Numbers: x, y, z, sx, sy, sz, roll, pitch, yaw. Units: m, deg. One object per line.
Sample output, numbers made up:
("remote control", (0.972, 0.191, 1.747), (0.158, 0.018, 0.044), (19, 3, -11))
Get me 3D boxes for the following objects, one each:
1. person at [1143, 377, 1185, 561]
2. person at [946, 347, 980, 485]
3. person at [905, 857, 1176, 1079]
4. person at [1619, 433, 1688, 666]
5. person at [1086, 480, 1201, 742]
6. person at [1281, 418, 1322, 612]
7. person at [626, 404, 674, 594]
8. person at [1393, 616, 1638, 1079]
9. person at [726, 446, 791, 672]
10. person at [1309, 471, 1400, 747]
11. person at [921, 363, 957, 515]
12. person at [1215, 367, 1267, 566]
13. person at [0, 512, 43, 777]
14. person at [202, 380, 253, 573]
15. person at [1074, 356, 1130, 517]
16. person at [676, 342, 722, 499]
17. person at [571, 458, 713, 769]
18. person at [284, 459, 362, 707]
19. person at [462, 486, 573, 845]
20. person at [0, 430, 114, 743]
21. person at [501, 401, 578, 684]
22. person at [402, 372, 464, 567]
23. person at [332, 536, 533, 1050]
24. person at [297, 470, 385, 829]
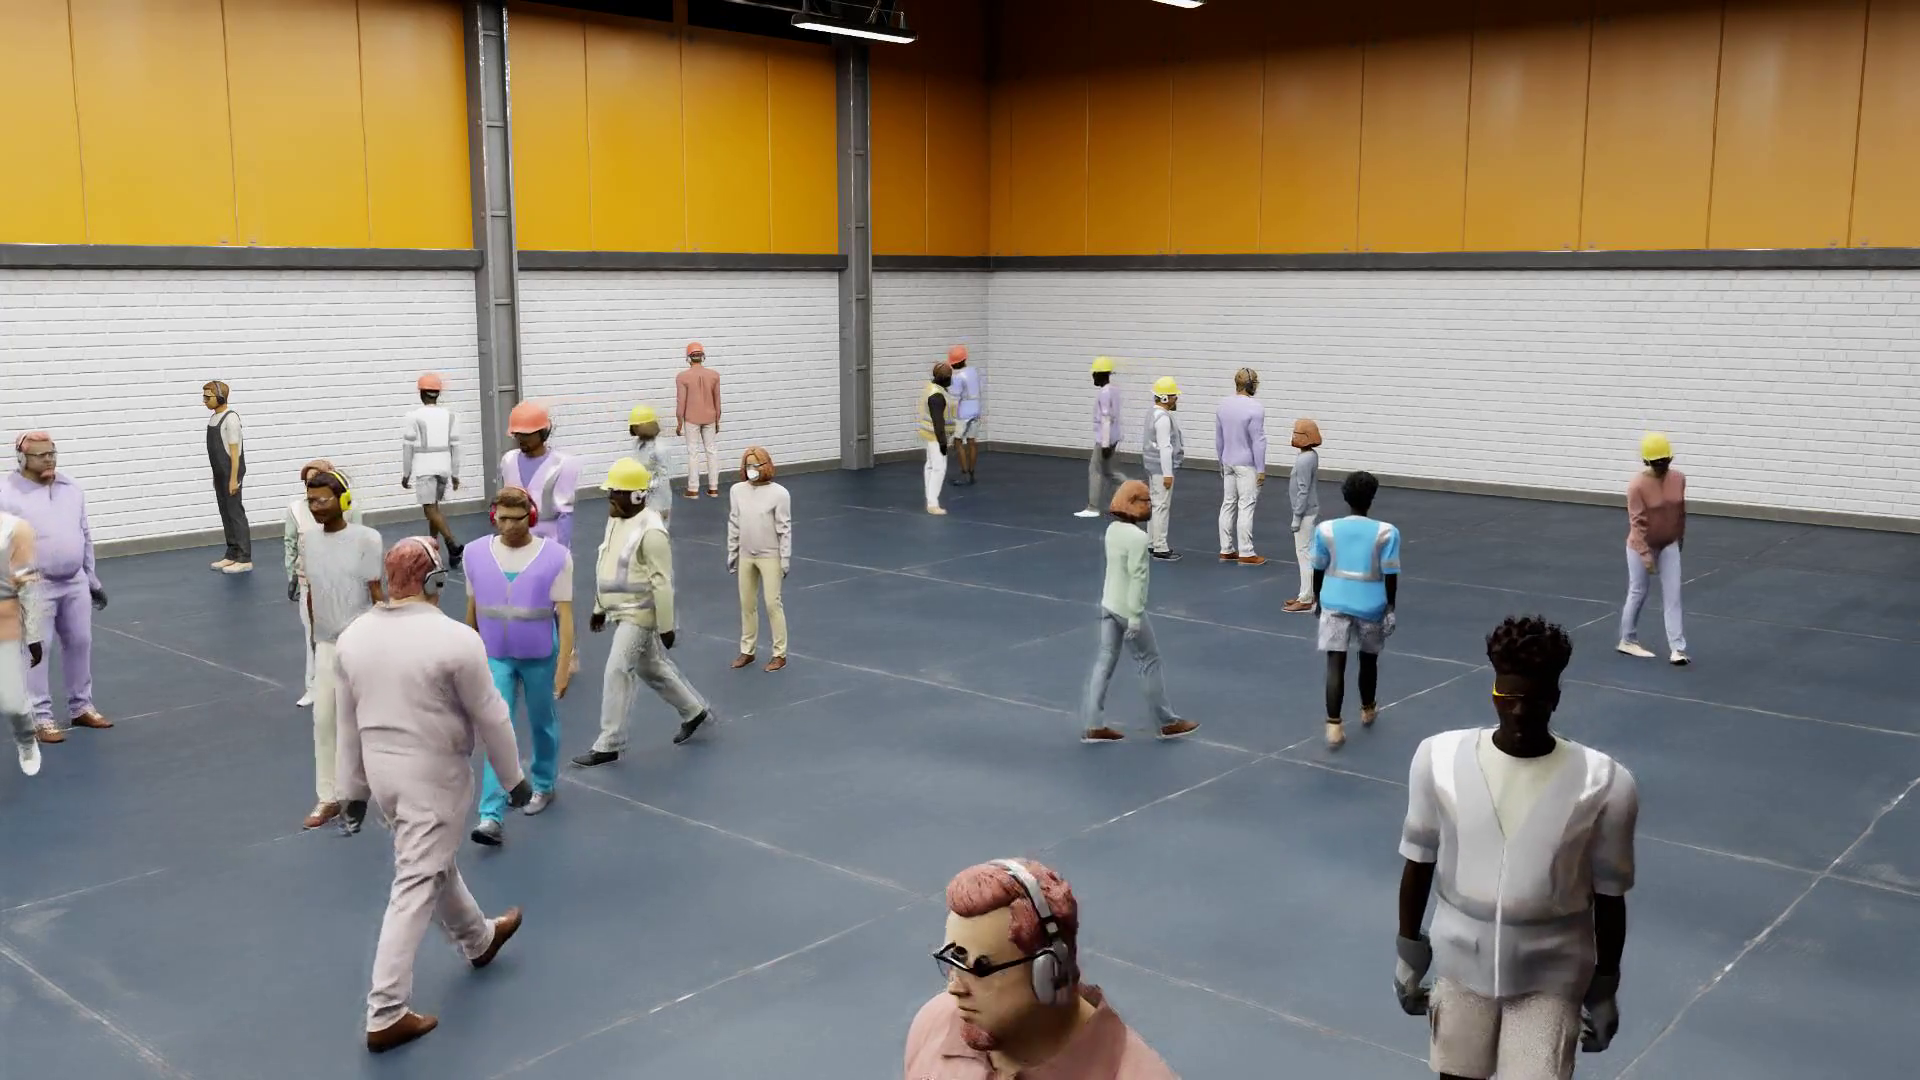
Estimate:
("person", (2.029, -0.711, 16.571), (0.404, 1.831, 0.600), (-1, 9, -6))
("person", (0.081, -1.675, 22.509), (0.393, 1.883, 0.655), (7, 11, 36))
("person", (0.134, 1.463, 2.817), (0.470, 1.908, 0.704), (-8, 12, -43))
("person", (5.069, 0.072, 12.054), (0.578, 1.704, 0.771), (-2, 9, -11))
("person", (1.109, 0.429, 10.094), (0.784, 1.598, 0.530), (-3, 10, -21))
("person", (2.890, -0.209, 14.038), (0.286, 1.636, 0.500), (3, 9, 18))
("person", (-2.711, -0.338, 14.574), (0.447, 1.715, 0.500), (-8, 12, -42))
("person", (1.543, 1.137, 4.628), (0.608, 1.947, 0.815), (5, 10, 29))
("person", (-1.433, 0.135, 11.925), (0.506, 1.628, 0.277), (5, 10, 27))
("person", (2.407, 0.399, 10.164), (0.549, 1.646, 0.865), (4, 10, 21))
("person", (-0.254, -1.214, 19.858), (0.433, 1.808, 0.778), (0, 9, -3))
("person", (2.760, -0.715, 16.267), (0.358, 1.938, 0.636), (-6, 11, -32))
("person", (-5.221, 0.475, 8.898), (0.593, 1.905, 0.638), (-2, 9, -15))
("person", (-7.017, -0.606, 15.904), (0.508, 1.841, 0.334), (9, 12, 43))
("person", (1.782, -1.197, 19.440), (0.790, 1.904, 0.592), (2, 9, 13))
("person", (-3.330, -1.516, 21.153), (0.608, 1.984, 0.397), (-5, 11, -31))
("person", (-1.852, 0.398, 9.741), (0.901, 1.800, 0.580), (-5, 10, -30))
("person", (-4.163, 0.285, 10.934), (0.524, 1.636, 0.308), (0, 9, 1))
("person", (-2.245, 0.612, 8.420), (0.583, 1.779, 1.008), (0, 9, -1))
("person", (-5.569, 0.270, 10.195), (0.406, 1.906, 0.681), (4, 10, 24))
("person", (-2.902, 0.067, 11.195), (0.628, 1.985, 1.035), (4, 10, 22))
("person", (-5.128, -0.697, 16.302), (0.919, 1.900, 0.541), (8, 12, 40))
("person", (-1.993, 0.905, 6.374), (0.652, 1.849, 1.031), (5, 10, 27))
("person", (-3.211, 0.523, 8.811), (0.523, 1.844, 0.867), (1, 9, 9))
